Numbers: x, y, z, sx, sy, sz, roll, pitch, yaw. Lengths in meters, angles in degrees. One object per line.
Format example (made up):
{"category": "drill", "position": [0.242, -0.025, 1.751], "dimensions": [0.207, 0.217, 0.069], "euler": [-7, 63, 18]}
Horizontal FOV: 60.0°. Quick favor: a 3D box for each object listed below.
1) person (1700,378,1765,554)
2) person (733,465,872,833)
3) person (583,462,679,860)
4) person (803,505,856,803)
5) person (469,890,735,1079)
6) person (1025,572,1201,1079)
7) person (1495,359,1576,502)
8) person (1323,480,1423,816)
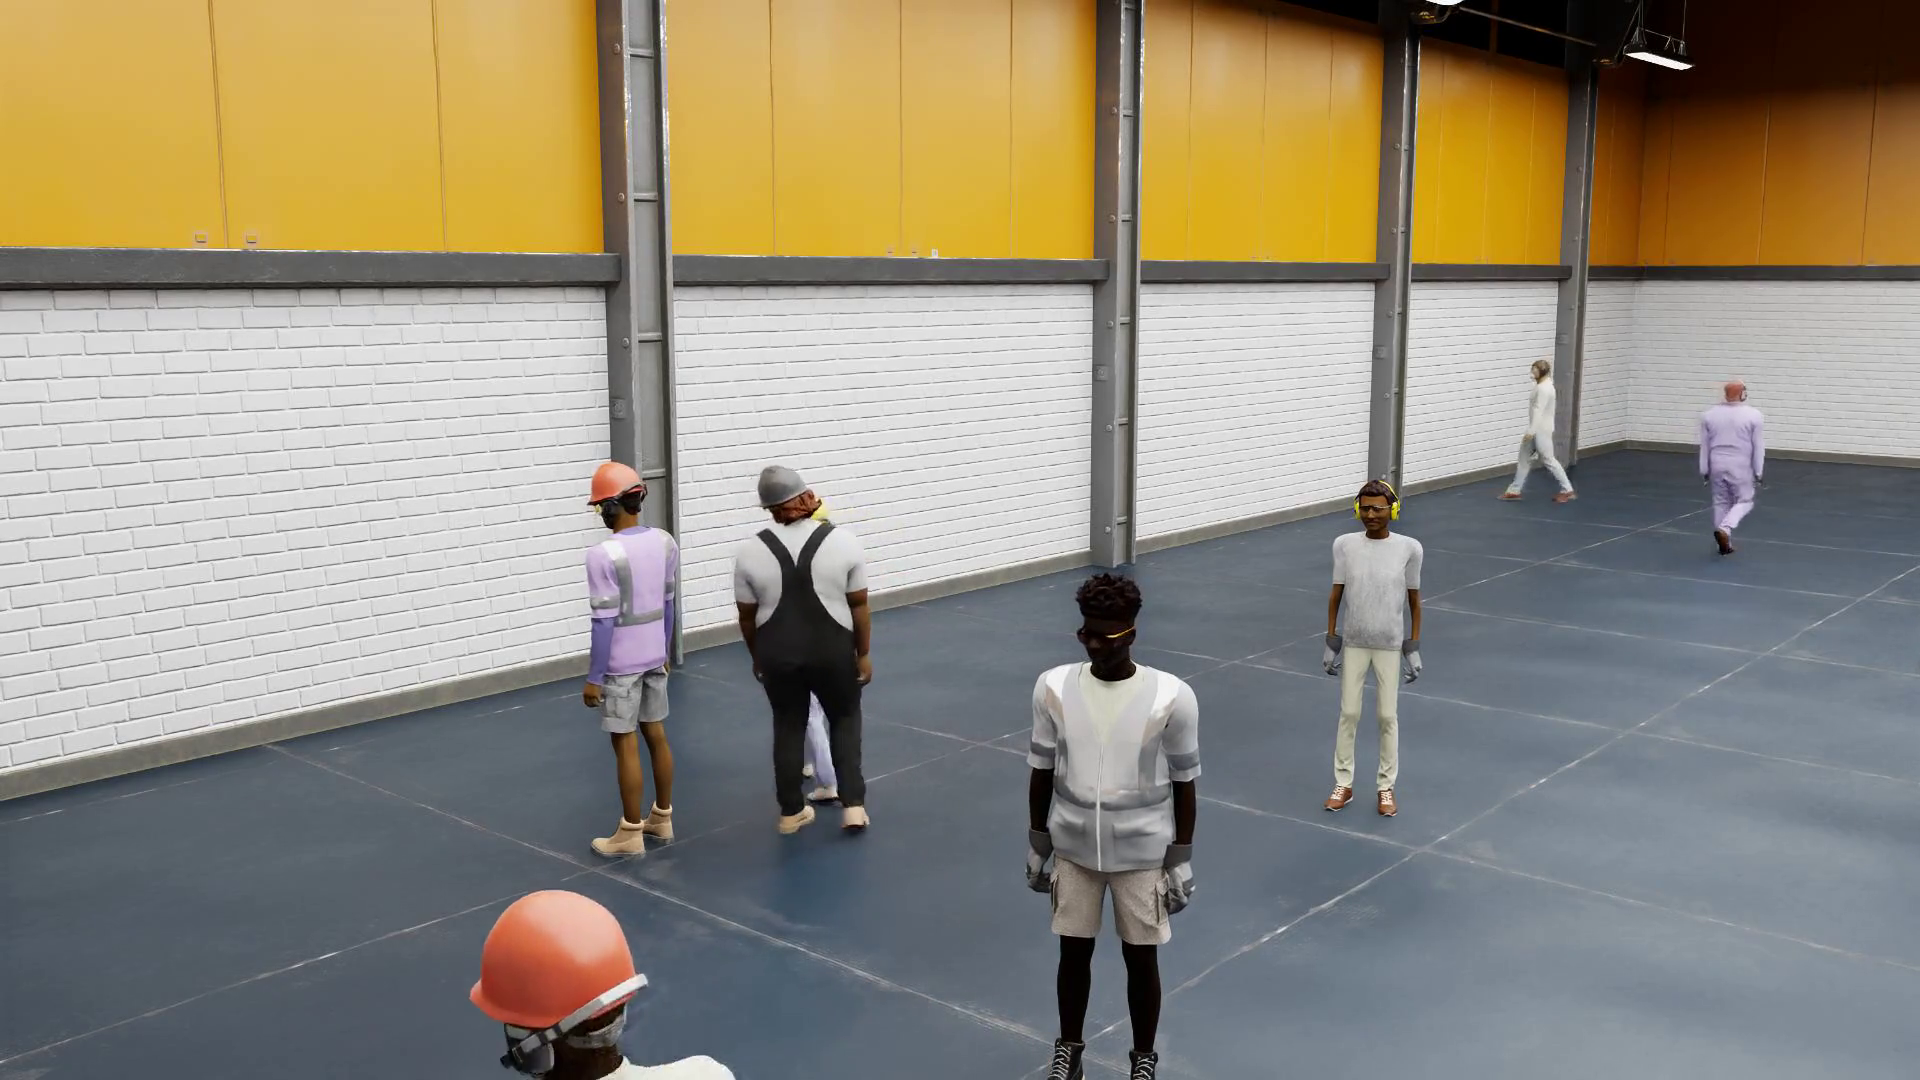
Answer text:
{"category": "person", "position": [8.137, -0.757, 17.571], "dimensions": [0.620, 1.893, 0.659], "euler": [-8, 12, -40]}
{"category": "person", "position": [-0.816, 0.567, 8.798], "dimensions": [0.714, 2.000, 0.537], "euler": [0, 9, 2]}
{"category": "person", "position": [-1.707, 0.615, 8.519], "dimensions": [0.386, 2.034, 0.604], "euler": [5, 10, 28]}
{"category": "person", "position": [-0.864, 0.607, 9.542], "dimensions": [0.540, 1.727, 0.826], "euler": [-7, 11, -37]}
{"category": "person", "position": [-0.556, 1.553, 2.800], "dimensions": [0.613, 1.974, 0.626], "euler": [8, 12, 40]}
{"category": "person", "position": [0.524, 1.076, 5.837], "dimensions": [0.618, 1.963, 0.361], "euler": [3, 10, 19]}
{"category": "person", "position": [7.638, -1.431, 21.845], "dimensions": [0.990, 1.900, 0.638], "euler": [2, 9, 11]}
{"category": "person", "position": [2.279, 0.591, 9.184], "dimensions": [0.538, 1.869, 0.312], "euler": [3, 10, 20]}
